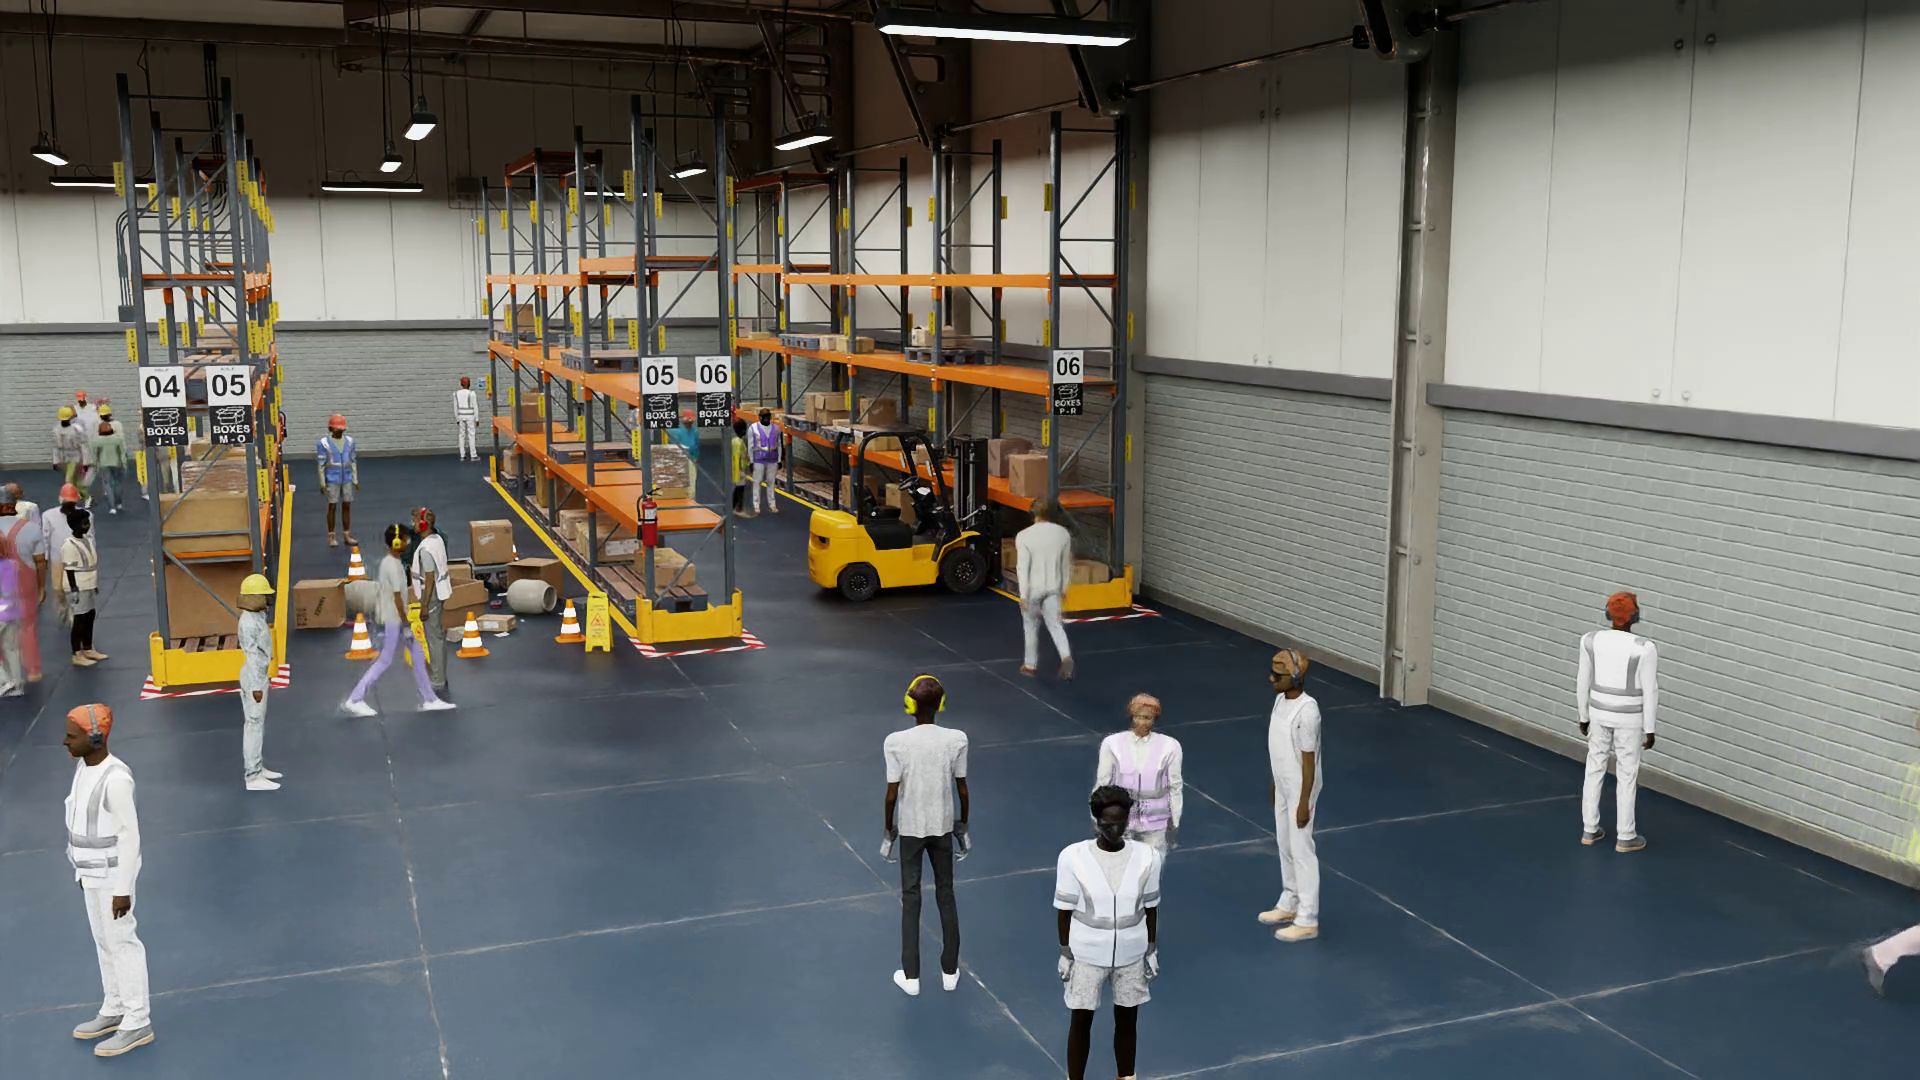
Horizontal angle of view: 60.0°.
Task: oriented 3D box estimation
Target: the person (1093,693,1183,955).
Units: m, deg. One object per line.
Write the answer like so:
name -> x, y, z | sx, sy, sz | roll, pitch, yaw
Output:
person -> 1.051, 1.729, 10.103 | 0.598, 1.620, 0.313 | 1, 9, 8

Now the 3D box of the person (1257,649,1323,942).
person -> 2.076, 1.575, 10.388 | 0.350, 1.837, 0.502 | -2, 9, -13

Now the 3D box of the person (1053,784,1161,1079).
person -> 0.717, 2.008, 8.082 | 0.535, 1.699, 0.318 | -1, 9, -8

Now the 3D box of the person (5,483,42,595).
person -> -11.575, 0.092, 20.522 | 0.550, 1.577, 0.845 | -4, 10, -21

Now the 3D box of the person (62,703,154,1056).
person -> -4.559, 1.791, 8.868 | 0.585, 1.882, 0.343 | 9, 13, 44

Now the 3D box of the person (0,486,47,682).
person -> -9.625, 0.447, 16.831 | 0.684, 2.000, 0.535 | -6, 11, -34

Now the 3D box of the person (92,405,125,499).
person -> -15.806, -1.622, 30.768 | 0.560, 1.736, 0.722 | 2, 9, 10

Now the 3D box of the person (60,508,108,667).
person -> -9.303, 0.501, 17.608 | 0.320, 1.684, 0.541 | -1, 9, -5

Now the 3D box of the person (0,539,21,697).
person -> -9.361, 0.756, 16.184 | 0.376, 1.627, 0.527 | 1, 9, 6

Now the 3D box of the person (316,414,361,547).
person -> -9.480, -0.909, 25.383 | 0.394, 2.042, 0.642 | 8, 12, 42

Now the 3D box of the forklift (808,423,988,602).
forklift -> -0.830, -0.399, 21.676 | 2.313, 2.155, 1.214 | -4, 10, -21

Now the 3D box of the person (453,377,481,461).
person -> -11.001, -2.699, 37.134 | 0.576, 1.882, 0.355 | 2, 9, 14

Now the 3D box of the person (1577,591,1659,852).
person -> 4.727, 1.298, 11.967 | 0.354, 1.884, 0.576 | -9, 13, -44

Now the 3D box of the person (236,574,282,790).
person -> -5.659, 1.135, 13.436 | 0.323, 1.742, 0.492 | -3, 10, -19

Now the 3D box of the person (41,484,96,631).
person -> -10.369, 0.199, 19.360 | 0.575, 1.725, 0.430 | -5, 10, -29

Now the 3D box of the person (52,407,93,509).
person -> -15.565, -1.422, 29.169 | 0.610, 1.869, 0.908 | 2, 9, 11

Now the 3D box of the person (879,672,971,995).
person -> -0.201, 1.685, 9.583 | 0.537, 1.867, 0.314 | -2, 9, -13

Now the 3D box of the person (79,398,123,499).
person -> -16.123, -1.712, 31.021 | 0.728, 1.867, 0.696 | -4, 10, -25

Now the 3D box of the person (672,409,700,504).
person -> -4.977, -1.527, 30.209 | 0.601, 1.728, 0.657 | -7, 12, -38

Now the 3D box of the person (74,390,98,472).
person -> -18.400, -2.286, 34.981 | 0.578, 1.738, 0.354 | -1, 9, -9

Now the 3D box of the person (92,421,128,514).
person -> -14.869, -1.275, 29.060 | 0.521, 1.588, 0.822 | -6, 11, -35

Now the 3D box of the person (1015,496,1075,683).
person -> 0.876, 0.511, 16.884 | 0.630, 1.914, 0.857 | -4, 10, -24

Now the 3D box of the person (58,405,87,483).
person -> -17.181, -1.795, 32.219 | 0.272, 1.632, 0.507 | 8, 12, 39

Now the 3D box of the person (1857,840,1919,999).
person -> 5.392, 1.786, 9.105 | 0.777, 1.827, 0.574 | 9, 13, 44

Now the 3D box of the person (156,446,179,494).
person -> -13.889, -1.413, 29.233 | 0.536, 1.831, 0.874 | -3, 9, -17

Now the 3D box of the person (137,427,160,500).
person -> -14.993, -1.566, 30.796 | 0.314, 1.633, 0.518 | 3, 9, 17

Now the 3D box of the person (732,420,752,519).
person -> -3.774, -1.212, 28.382 | 0.334, 1.693, 0.568 | -2, 9, -11

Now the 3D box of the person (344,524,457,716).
person -> -5.325, 0.761, 15.617 | 0.993, 1.820, 0.523 | -2, 9, -15

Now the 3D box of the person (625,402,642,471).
person -> -6.431, -2.003, 32.930 | 0.403, 1.826, 0.586 | -3, 9, -17

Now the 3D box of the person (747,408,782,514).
person -> -3.381, -1.374, 28.920 | 0.621, 1.845, 0.429 | -4, 10, -26

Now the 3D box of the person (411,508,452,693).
person -> -5.250, 0.593, 16.525 | 0.383, 1.845, 0.570 | -2, 9, -10
